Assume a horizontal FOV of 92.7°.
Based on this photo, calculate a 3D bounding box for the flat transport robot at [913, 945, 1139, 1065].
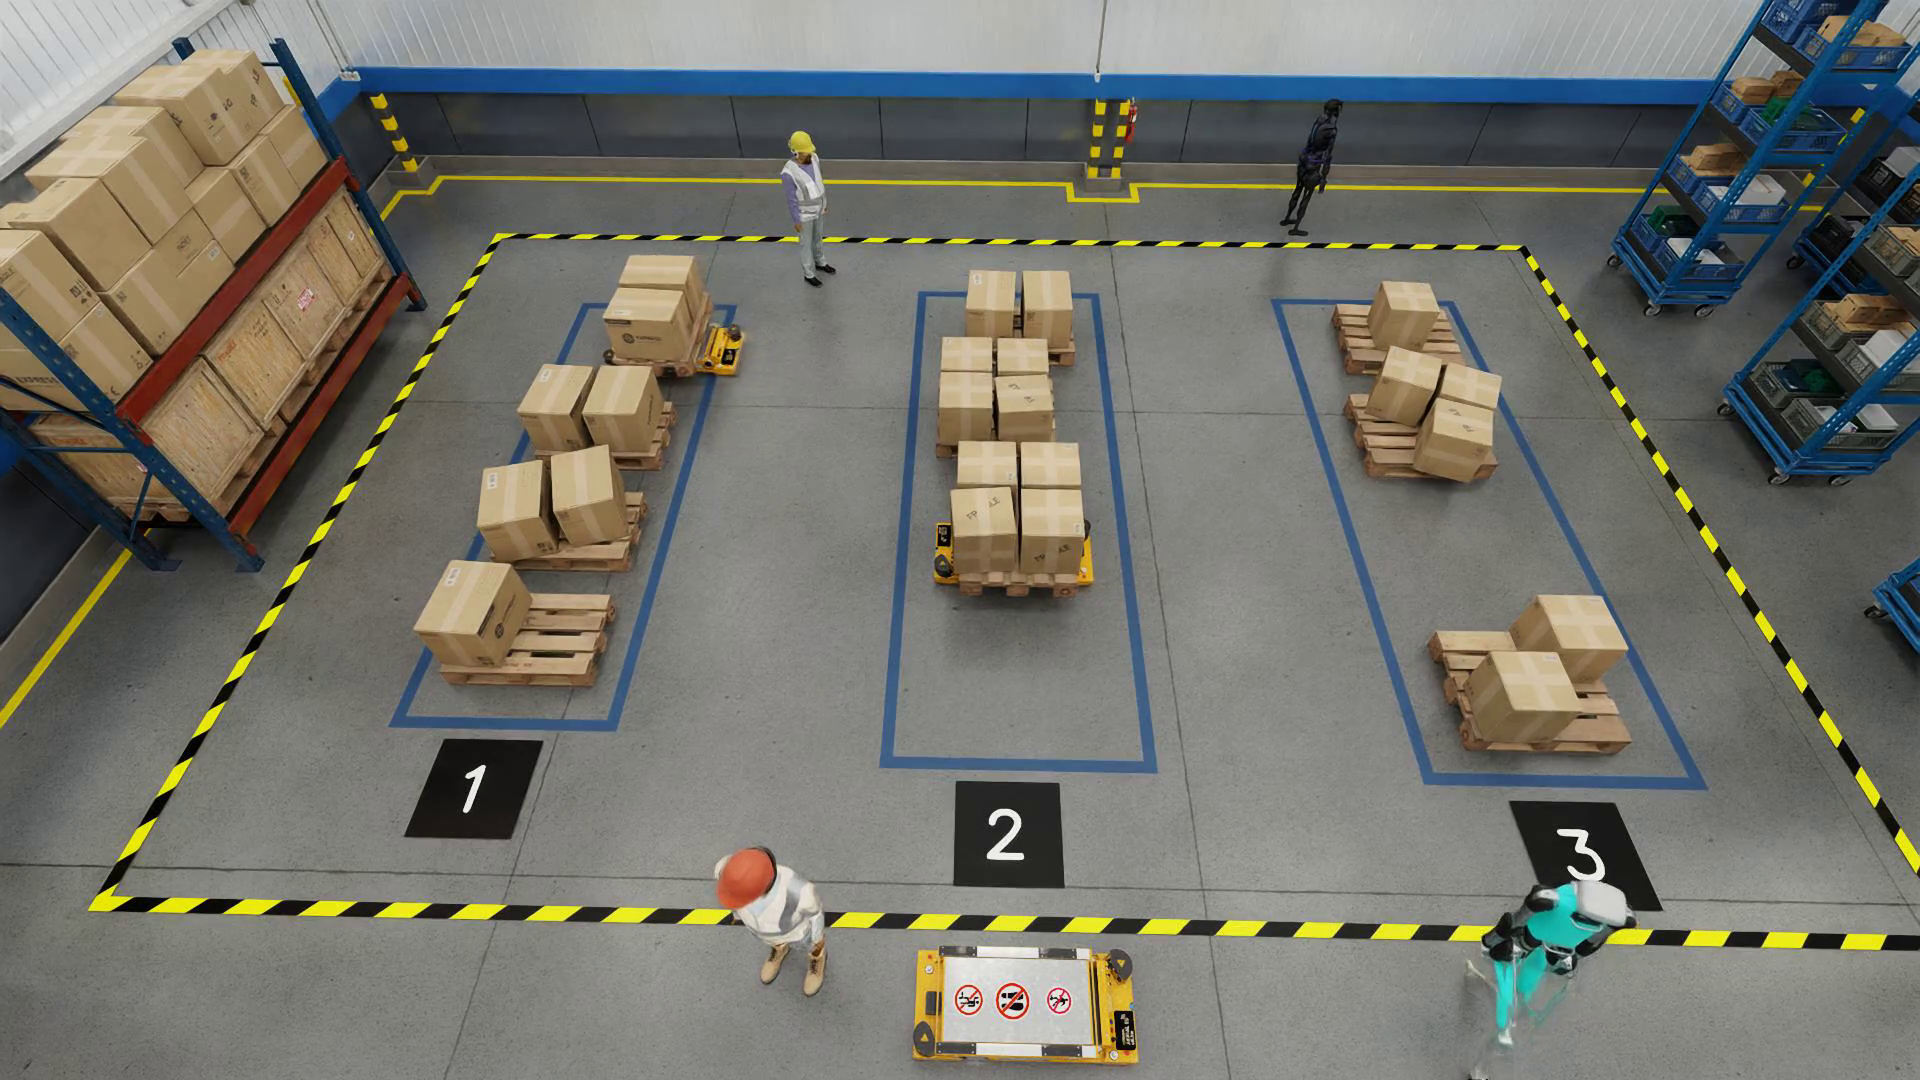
[{"bbox_3d":[0.422,3.041,6.007,1.431,0.231,0.659,1,51,1],"label":"flat transport robot"}]

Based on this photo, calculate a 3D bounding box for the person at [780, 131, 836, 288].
[{"bbox_3d":[-1.737,-3.817,10.587,0.404,1.834,0.588,23,54,17],"label":"person"}]

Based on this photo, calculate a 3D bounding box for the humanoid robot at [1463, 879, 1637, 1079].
[{"bbox_3d":[3.377,2.698,5.374,0.530,1.782,1.015,10,52,8],"label":"humanoid robot"}]

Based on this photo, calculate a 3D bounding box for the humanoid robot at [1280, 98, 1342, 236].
[{"bbox_3d":[4.359,-4.611,11.325,0.315,1.659,0.599,-7,51,-6],"label":"humanoid robot"}]

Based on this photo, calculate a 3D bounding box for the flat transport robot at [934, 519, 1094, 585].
[{"bbox_3d":[0.490,0.087,8.397,1.431,0.197,0.652,1,51,1],"label":"flat transport robot"}]

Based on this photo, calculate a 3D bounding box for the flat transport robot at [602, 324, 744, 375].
[{"bbox_3d":[-3.187,-2.143,10.215,1.431,0.197,0.652,1,51,1],"label":"flat transport robot"}]

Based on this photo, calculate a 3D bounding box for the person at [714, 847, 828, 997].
[{"bbox_3d":[-1.104,2.292,5.475,0.613,2.039,0.380,13,52,10],"label":"person"}]
